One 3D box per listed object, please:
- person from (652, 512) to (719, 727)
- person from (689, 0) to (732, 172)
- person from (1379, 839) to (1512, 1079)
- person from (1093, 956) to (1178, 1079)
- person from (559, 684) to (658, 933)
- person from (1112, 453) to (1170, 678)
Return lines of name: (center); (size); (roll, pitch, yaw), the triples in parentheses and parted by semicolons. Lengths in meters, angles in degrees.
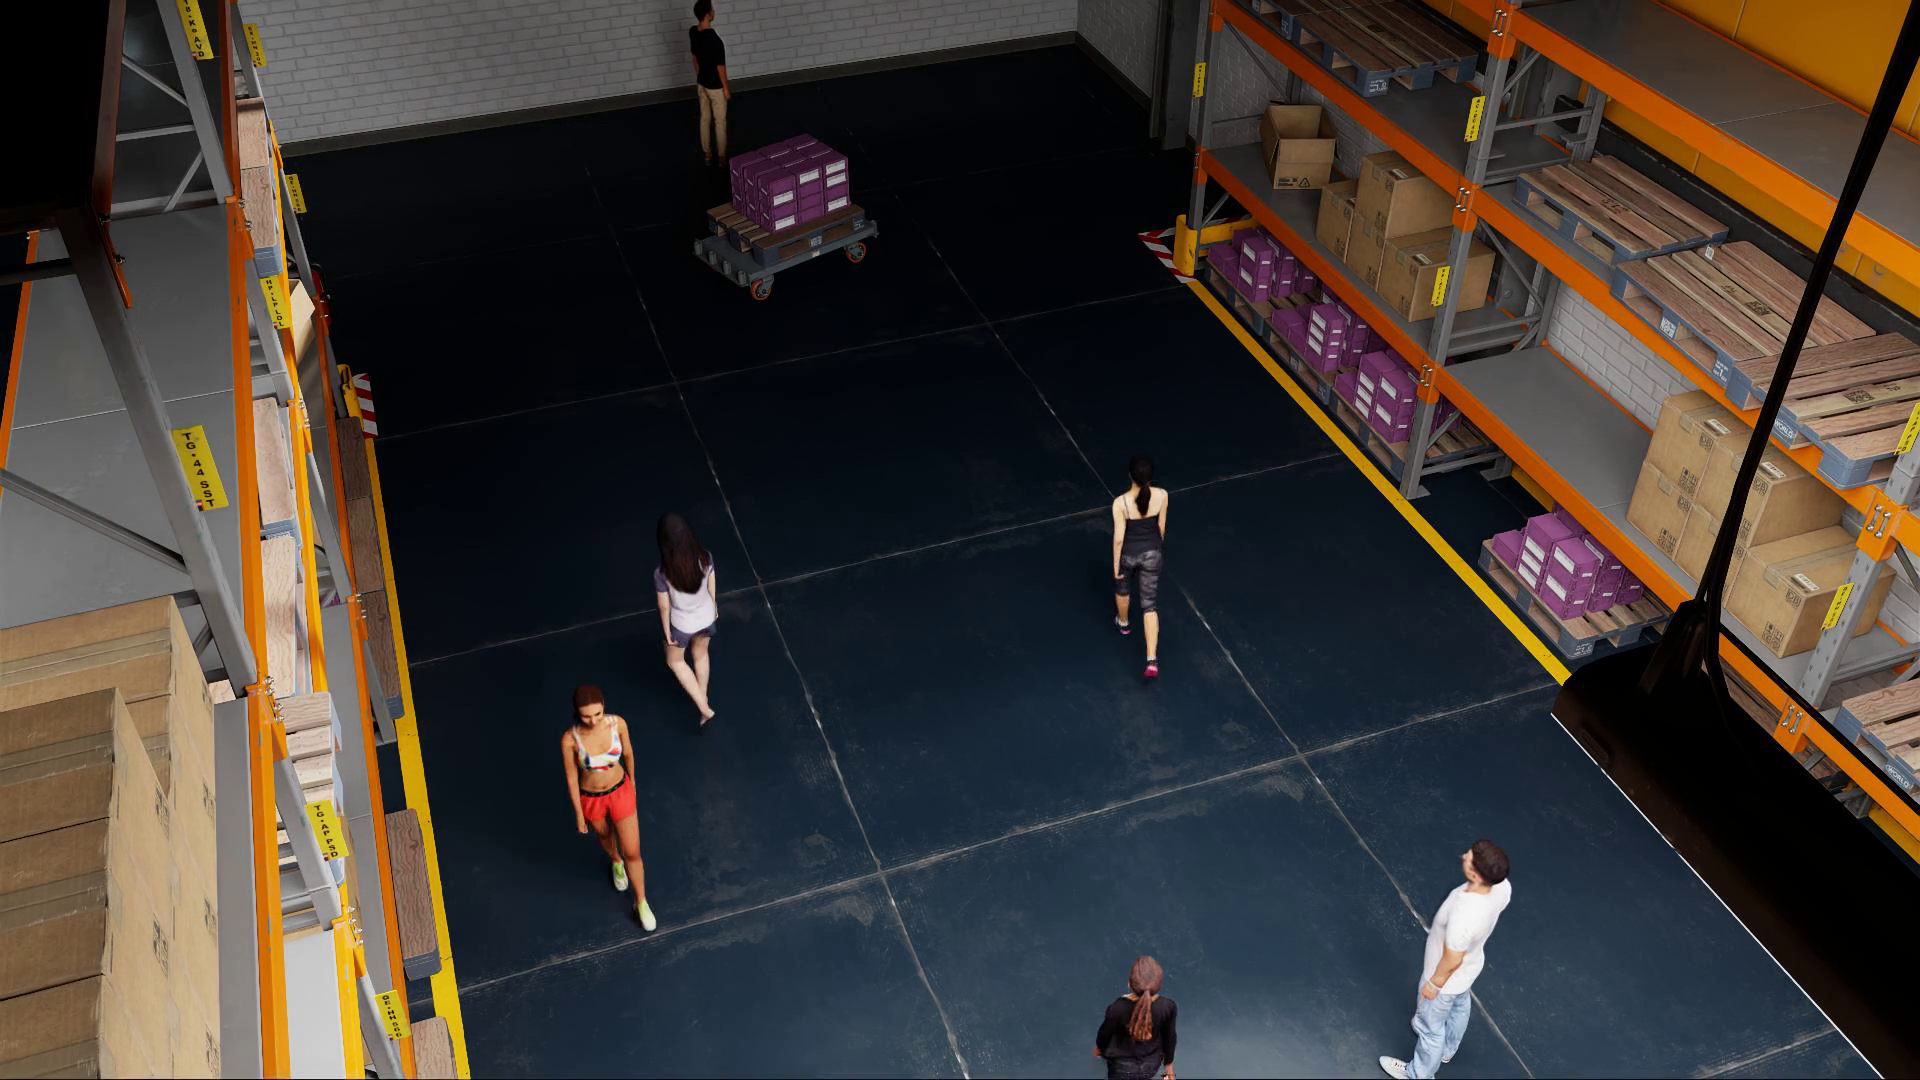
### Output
person: (-1.769, 0.574, 11.087); (0.709, 1.691, 0.861); (-23, 44, -26)
person: (-2.660, -4.865, 17.762); (0.630, 1.859, 0.773); (31, 48, 33)
person: (2.632, 2.248, 8.849); (0.735, 1.867, 0.756); (31, 48, 32)
person: (0.907, 2.730, 8.521); (0.735, 1.524, 1.057); (-3, 39, -4)
person: (-2.139, 1.463, 9.911); (0.561, 1.768, 0.876); (-12, 40, -15)
person: (1.272, 0.186, 11.569); (0.743, 1.695, 1.170); (-4, 39, -6)
